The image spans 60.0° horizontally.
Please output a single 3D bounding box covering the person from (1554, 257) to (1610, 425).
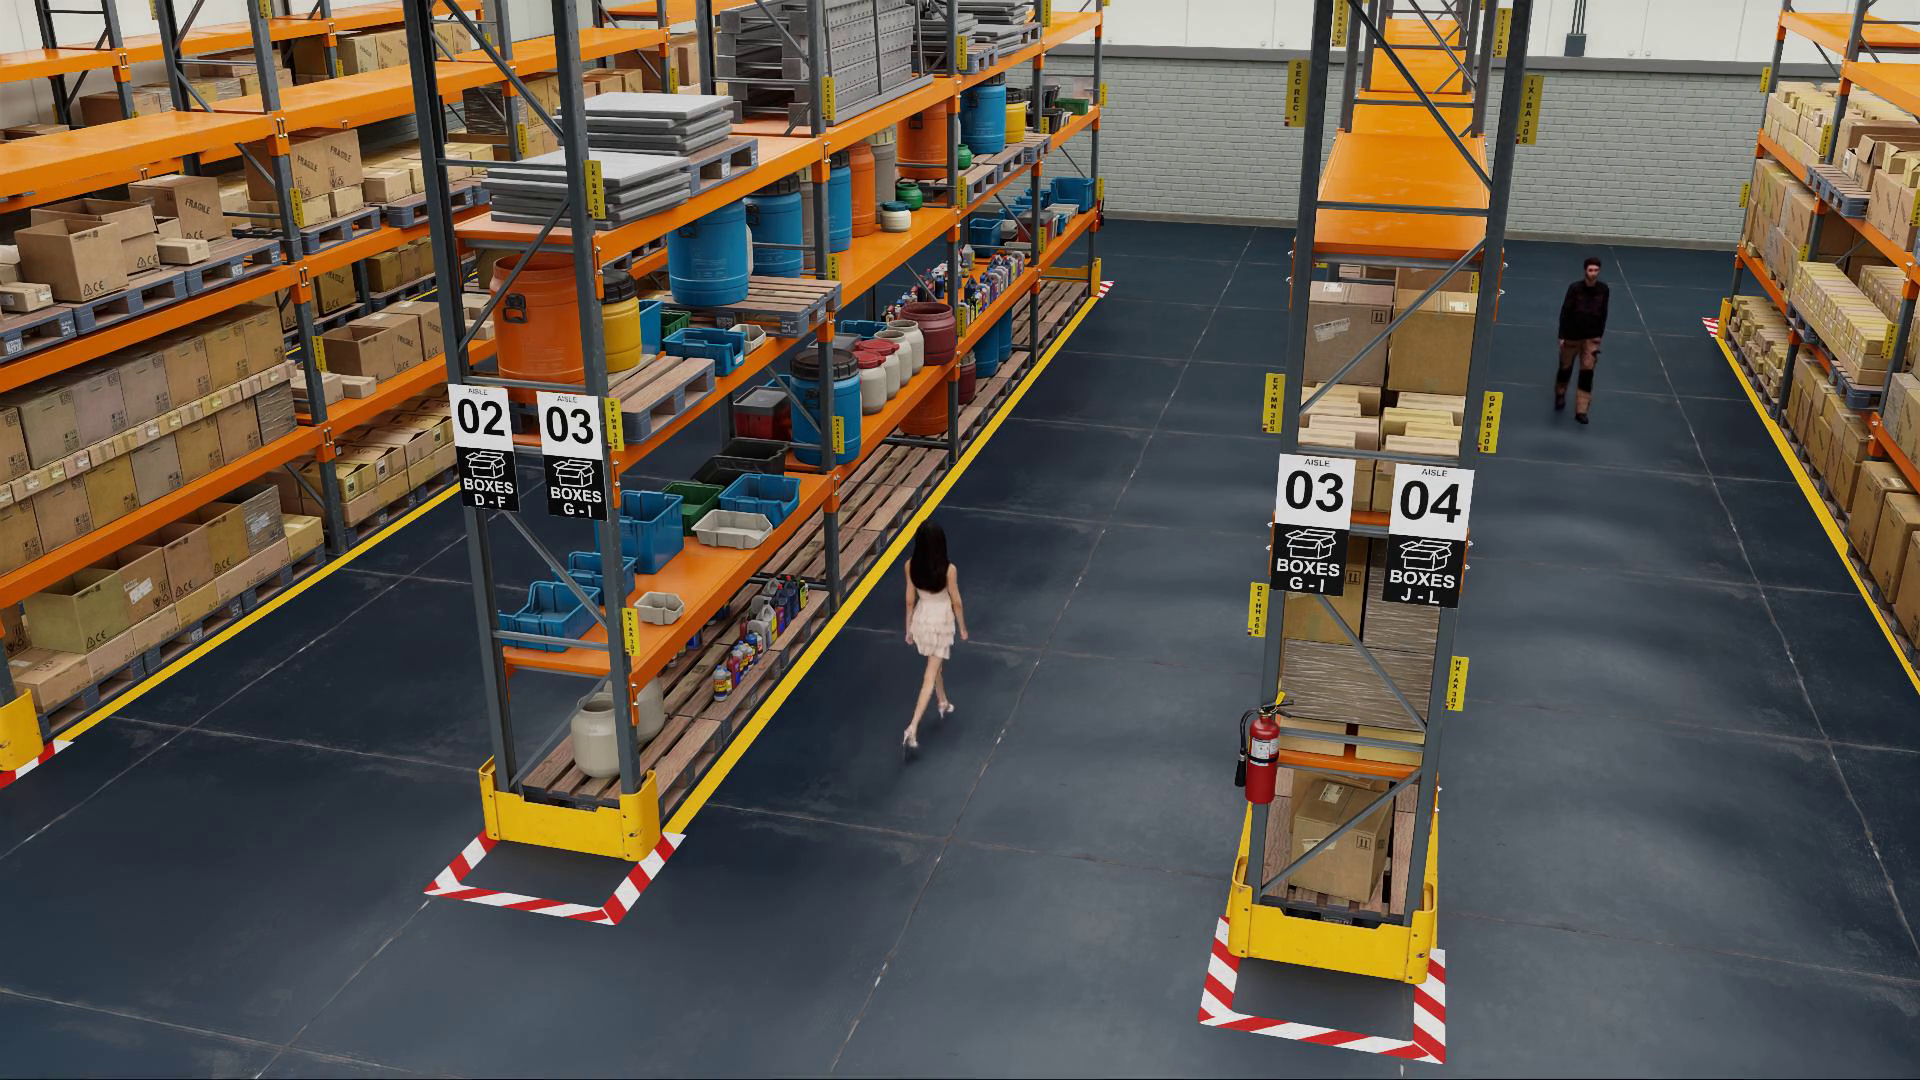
[{"bbox_3d":[7.231,-2.363,19.432,0.828,1.877,1.271,3,22,7],"label":"person"}]

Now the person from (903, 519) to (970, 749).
[{"bbox_3d":[-0.229,0.717,12.137,0.739,1.698,1.111,11,25,26],"label":"person"}]
